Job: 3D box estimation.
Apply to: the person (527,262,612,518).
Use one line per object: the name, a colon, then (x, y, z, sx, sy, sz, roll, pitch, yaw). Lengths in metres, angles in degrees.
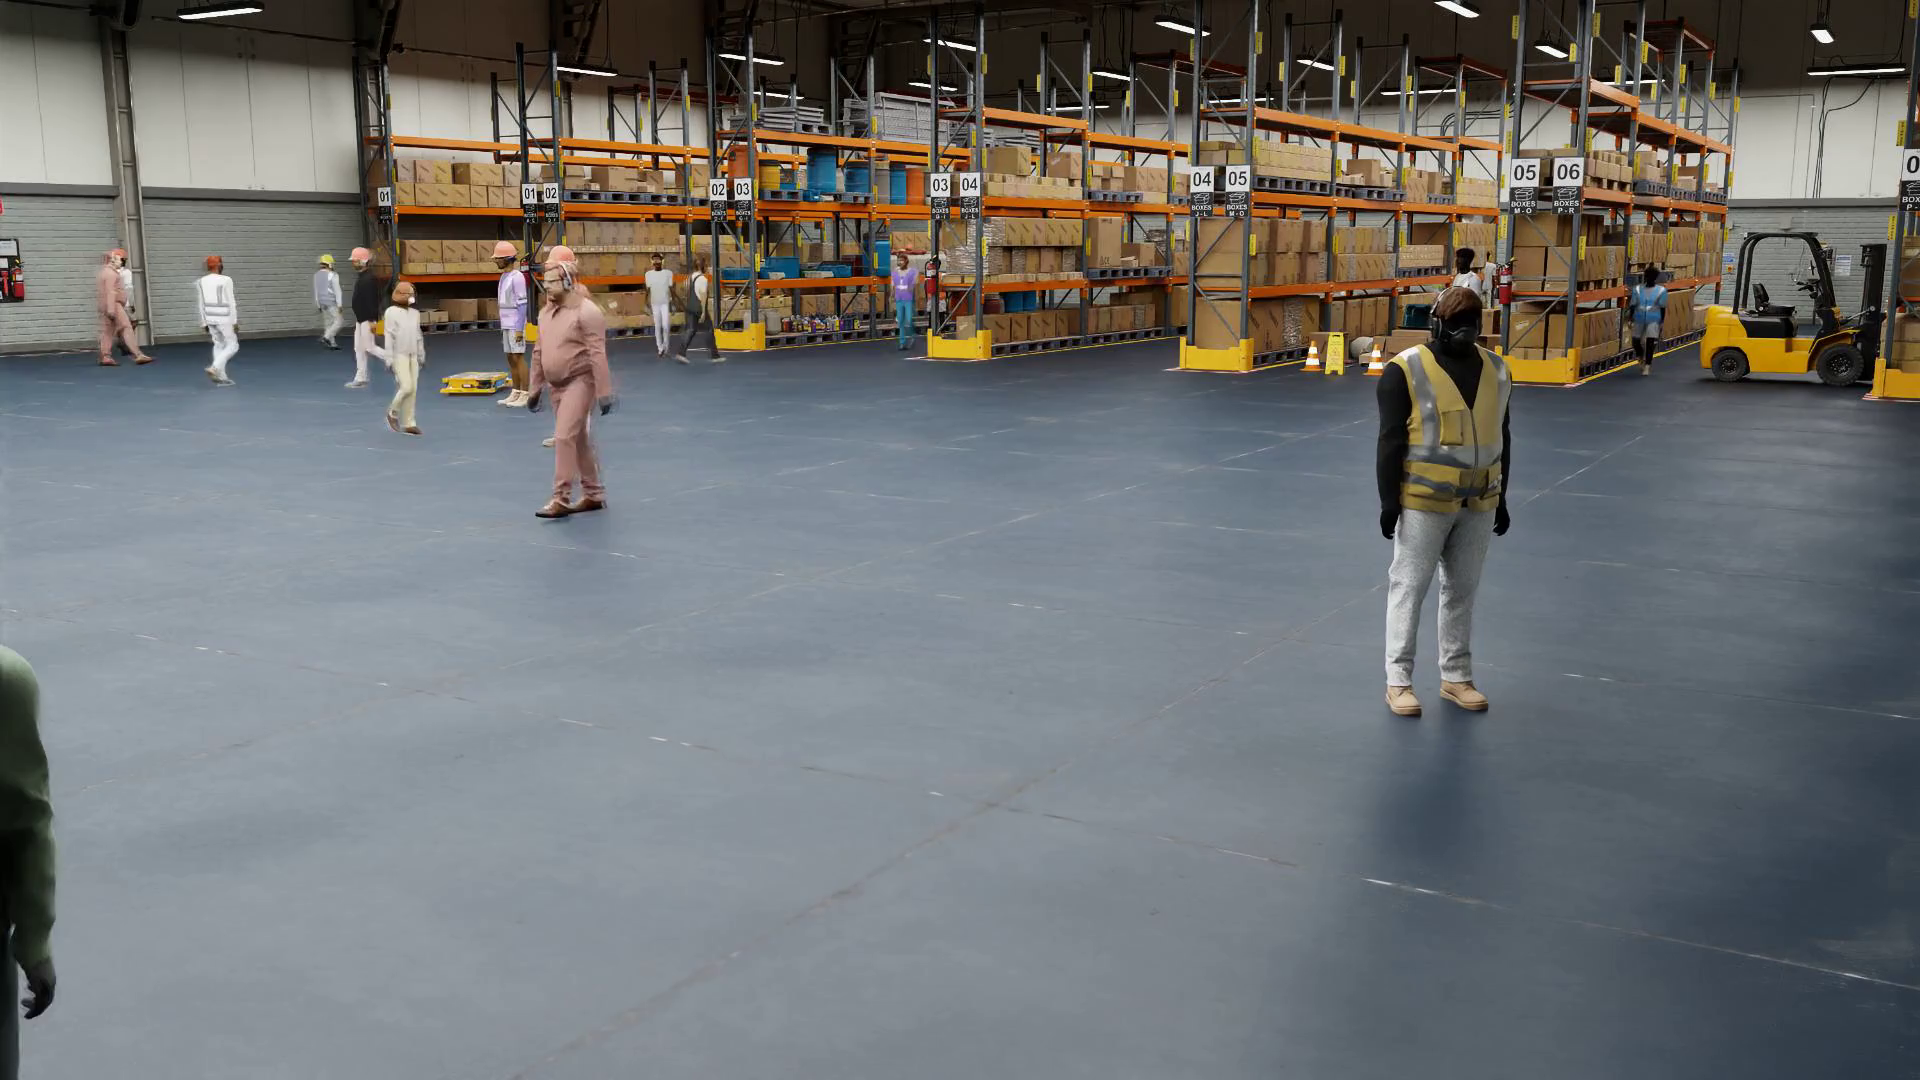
person: (-2.980, -1.097, 12.276, 0.683, 1.872, 0.850, 9, 13, 40)

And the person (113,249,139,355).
person: (-15.116, -4.289, 30.035, 0.569, 1.923, 0.412, 3, 11, 16)

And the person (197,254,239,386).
person: (-10.496, -3.093, 23.501, 0.596, 1.864, 0.495, 3, 11, 18)

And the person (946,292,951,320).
person: (-0.288, -6.687, 43.592, 0.549, 1.872, 1.024, 0, 10, 2)

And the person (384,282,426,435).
person: (-5.831, -1.906, 17.521, 0.355, 1.618, 0.524, 4, 11, 22)

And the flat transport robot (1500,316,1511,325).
flat transport robot: (13.348, -5.387, 40.822, 0.652, 0.197, 1.431, 2, 10, 11)

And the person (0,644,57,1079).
person: (-1.816, 0.712, 2.846, 0.506, 1.631, 0.265, -3, 11, -16)

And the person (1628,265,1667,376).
person: (10.534, -3.359, 25.478, 0.548, 1.685, 0.426, 6, 12, 32)

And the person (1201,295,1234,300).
person: (4.622, -4.268, 30.032, 0.653, 1.882, 1.007, 5, 11, 26)

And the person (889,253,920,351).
person: (-1.052, -4.491, 31.420, 0.609, 1.830, 0.450, 4, 11, 21)

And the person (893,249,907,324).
person: (-1.406, -6.178, 40.750, 0.600, 1.890, 0.977, 5, 11, 25)

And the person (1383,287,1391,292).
person: (10.428, -6.096, 40.201, 0.428, 1.908, 0.582, -6, 12, -32)

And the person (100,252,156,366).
person: (-13.857, -3.823, 27.558, 0.905, 1.868, 0.679, -7, 12, -32)

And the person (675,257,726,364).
person: (-4.407, -3.855, 27.961, 0.511, 1.807, 0.933, 10, 14, 43)

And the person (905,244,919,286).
person: (-1.341, -6.613, 42.826, 0.620, 2.011, 0.825, 0, 10, 0)

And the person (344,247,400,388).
person: (-8.256, -3.118, 23.355, 0.783, 1.973, 0.621, -6, 12, -29)

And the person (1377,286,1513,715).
person: (2.096, -0.164, 7.167, 0.633, 1.841, 0.429, -3, 10, -14)

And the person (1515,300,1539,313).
person: (12.079, -5.273, 35.511, 0.635, 1.937, 0.352, 6, 12, 29)

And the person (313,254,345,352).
person: (-11.760, -4.407, 30.986, 0.615, 1.819, 0.475, 5, 11, 25)

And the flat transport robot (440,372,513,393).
flat transport robot: (-6.597, -2.156, 22.724, 0.652, 0.197, 1.431, -1, 10, -3)

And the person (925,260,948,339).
person: (-0.493, -5.119, 35.317, 0.536, 1.700, 0.318, 1, 10, 7)

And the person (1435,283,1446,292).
person: (12.614, -6.547, 43.045, 0.865, 1.785, 0.682, -2, 10, -9)

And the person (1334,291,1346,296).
person: (9.208, -6.119, 40.462, 0.579, 1.856, 0.759, 8, 13, 37)

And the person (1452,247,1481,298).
person: (6.990, -3.080, 23.148, 0.368, 1.967, 0.603, -2, 10, -13)

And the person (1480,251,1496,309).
person: (12.362, -5.891, 39.203, 0.510, 1.860, 0.334, 2, 10, 13)

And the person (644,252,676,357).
person: (-5.344, -4.163, 29.519, 0.567, 1.850, 0.653, 0, 10, -1)

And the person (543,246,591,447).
person: (-3.896, -1.900, 16.459, 0.611, 1.996, 0.379, 8, 13, 37)

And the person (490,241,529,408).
person: (-5.536, -2.641, 20.495, 0.408, 2.042, 0.620, -7, 12, -33)
